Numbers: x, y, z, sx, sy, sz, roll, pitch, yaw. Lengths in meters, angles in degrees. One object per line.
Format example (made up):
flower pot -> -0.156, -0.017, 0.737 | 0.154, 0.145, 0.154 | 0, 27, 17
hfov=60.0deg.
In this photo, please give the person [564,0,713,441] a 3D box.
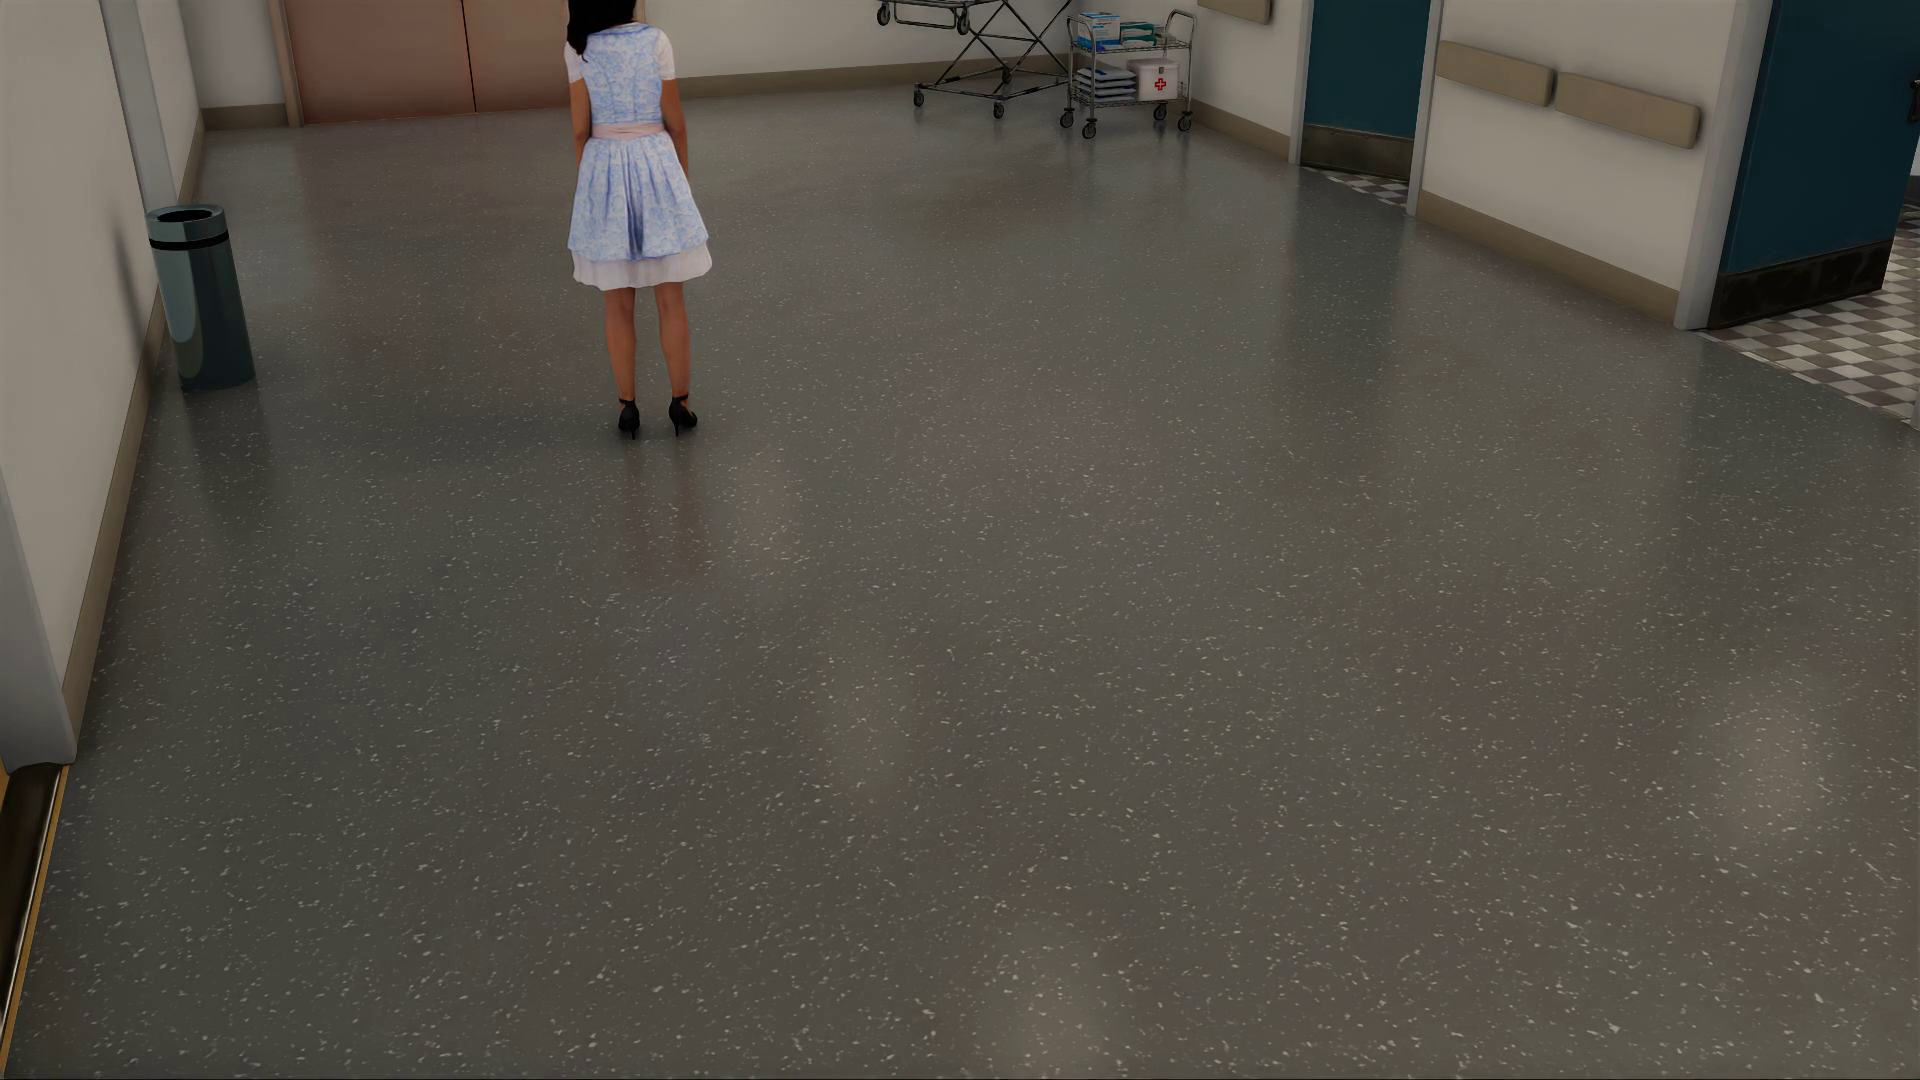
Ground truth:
person -> -1.201, -1.252, 6.151 | 0.772, 1.818, 0.803 | -3, 26, -5
